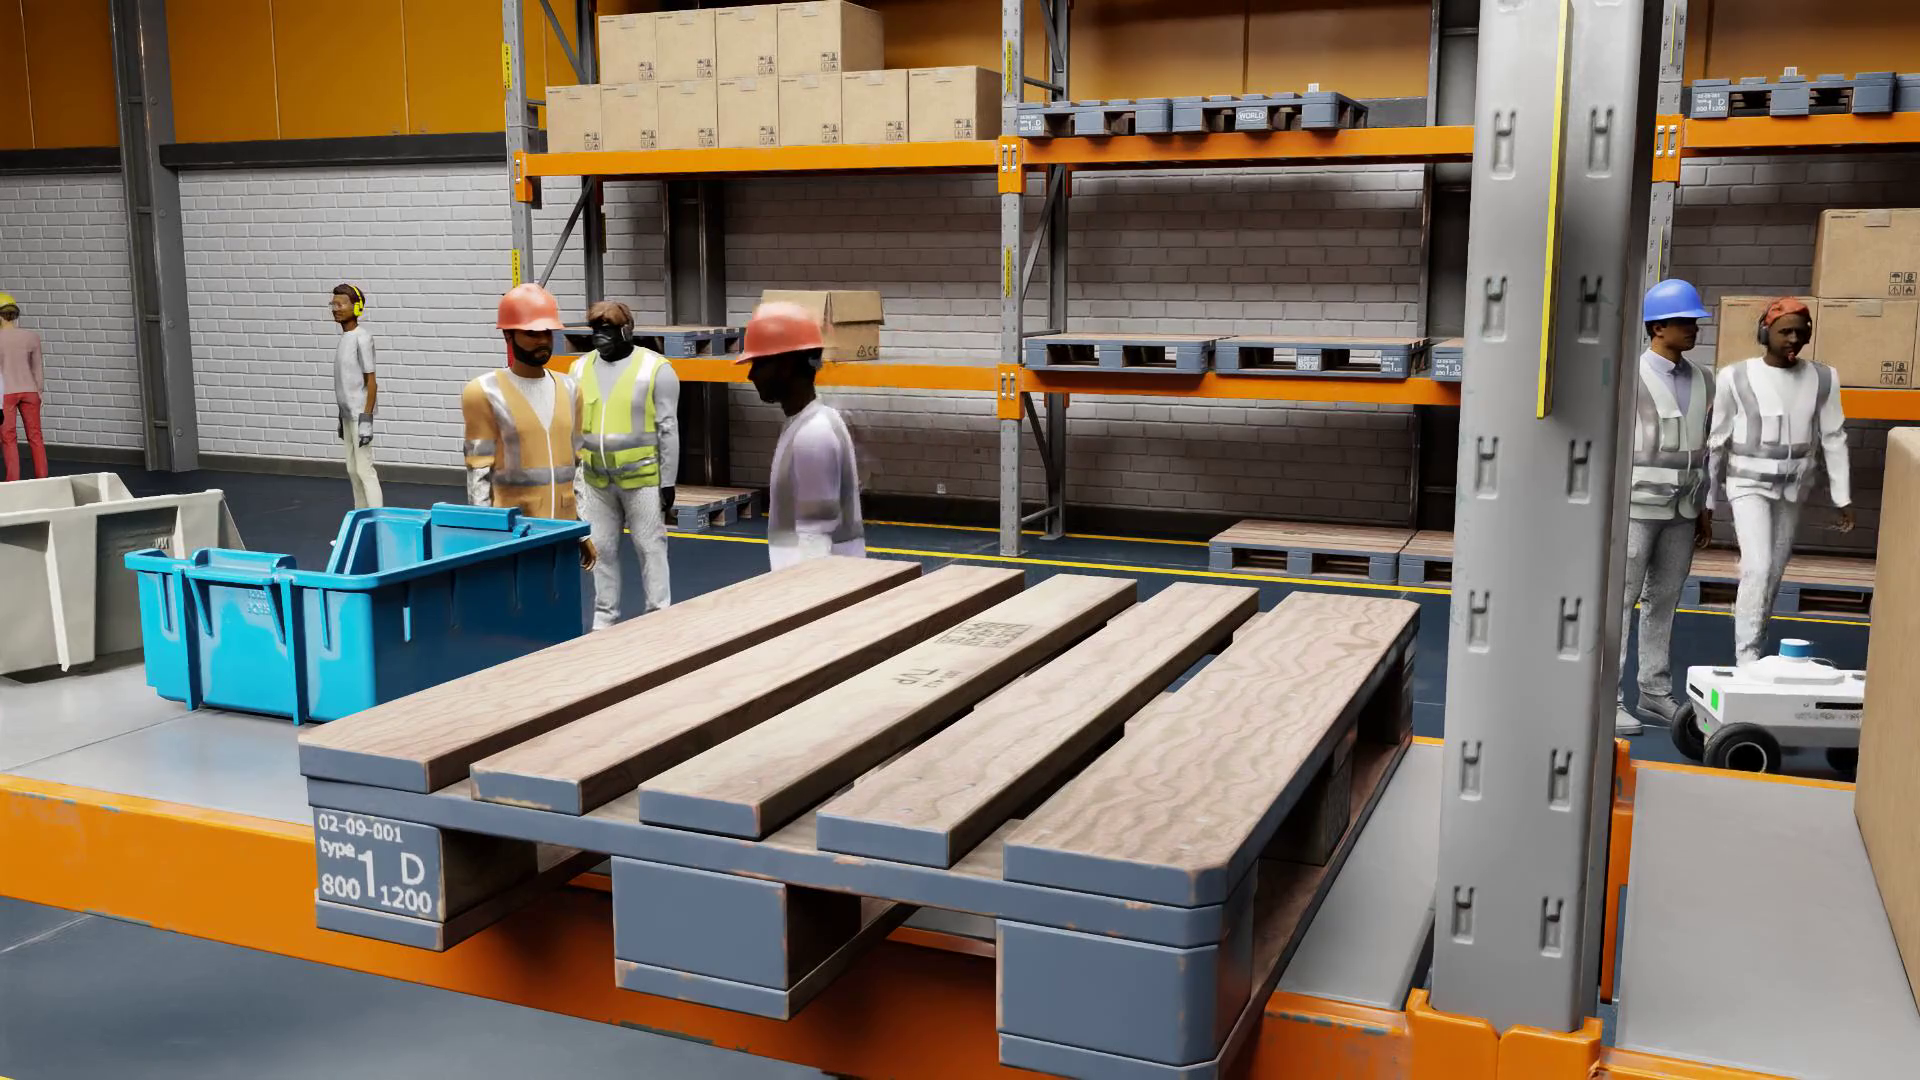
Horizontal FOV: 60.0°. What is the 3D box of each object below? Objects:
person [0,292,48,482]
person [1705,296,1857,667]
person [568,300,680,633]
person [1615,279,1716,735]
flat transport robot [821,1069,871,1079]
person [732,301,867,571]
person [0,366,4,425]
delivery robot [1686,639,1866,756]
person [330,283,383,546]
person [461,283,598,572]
[{"bbox_3d":[-8.187,-1.251,14.388,0.309,1.769,0.524,6,11,34],"label":"person"},{"bbox_3d":[3.813,-0.192,7.737,0.597,1.858,0.716,-1,9,-3],"label":"person"},{"bbox_3d":[-1.749,-0.315,8.596,0.633,1.836,0.431,3,10,16],"label":"person"},{"bbox_3d":[2.998,-0.142,7.194,0.612,1.950,0.377,-4,10,-22],"label":"person"},{"bbox_3d":[0.409,1.185,4.266,1.431,0.197,0.652,1,10,7],"label":"flat transport robot"},{"bbox_3d":[-0.378,0.178,5.416,0.703,1.908,0.581,-1,10,-7],"label":"person"},{"bbox_3d":[-7.654,-1.011,12.722,0.621,1.845,0.429,-4,10,-25],"label":"person"},{"bbox_3d":[3.232,0.628,6.472,0.707,0.478,0.477,1,10,7],"label":"delivery robot"},{"bbox_3d":[-4.265,-0.856,11.695,0.316,1.875,0.531,-7,12,-38],"label":"person"},{"bbox_3d":[-1.692,-0.043,6.637,0.361,1.939,0.542,8,13,41],"label":"person"}]
